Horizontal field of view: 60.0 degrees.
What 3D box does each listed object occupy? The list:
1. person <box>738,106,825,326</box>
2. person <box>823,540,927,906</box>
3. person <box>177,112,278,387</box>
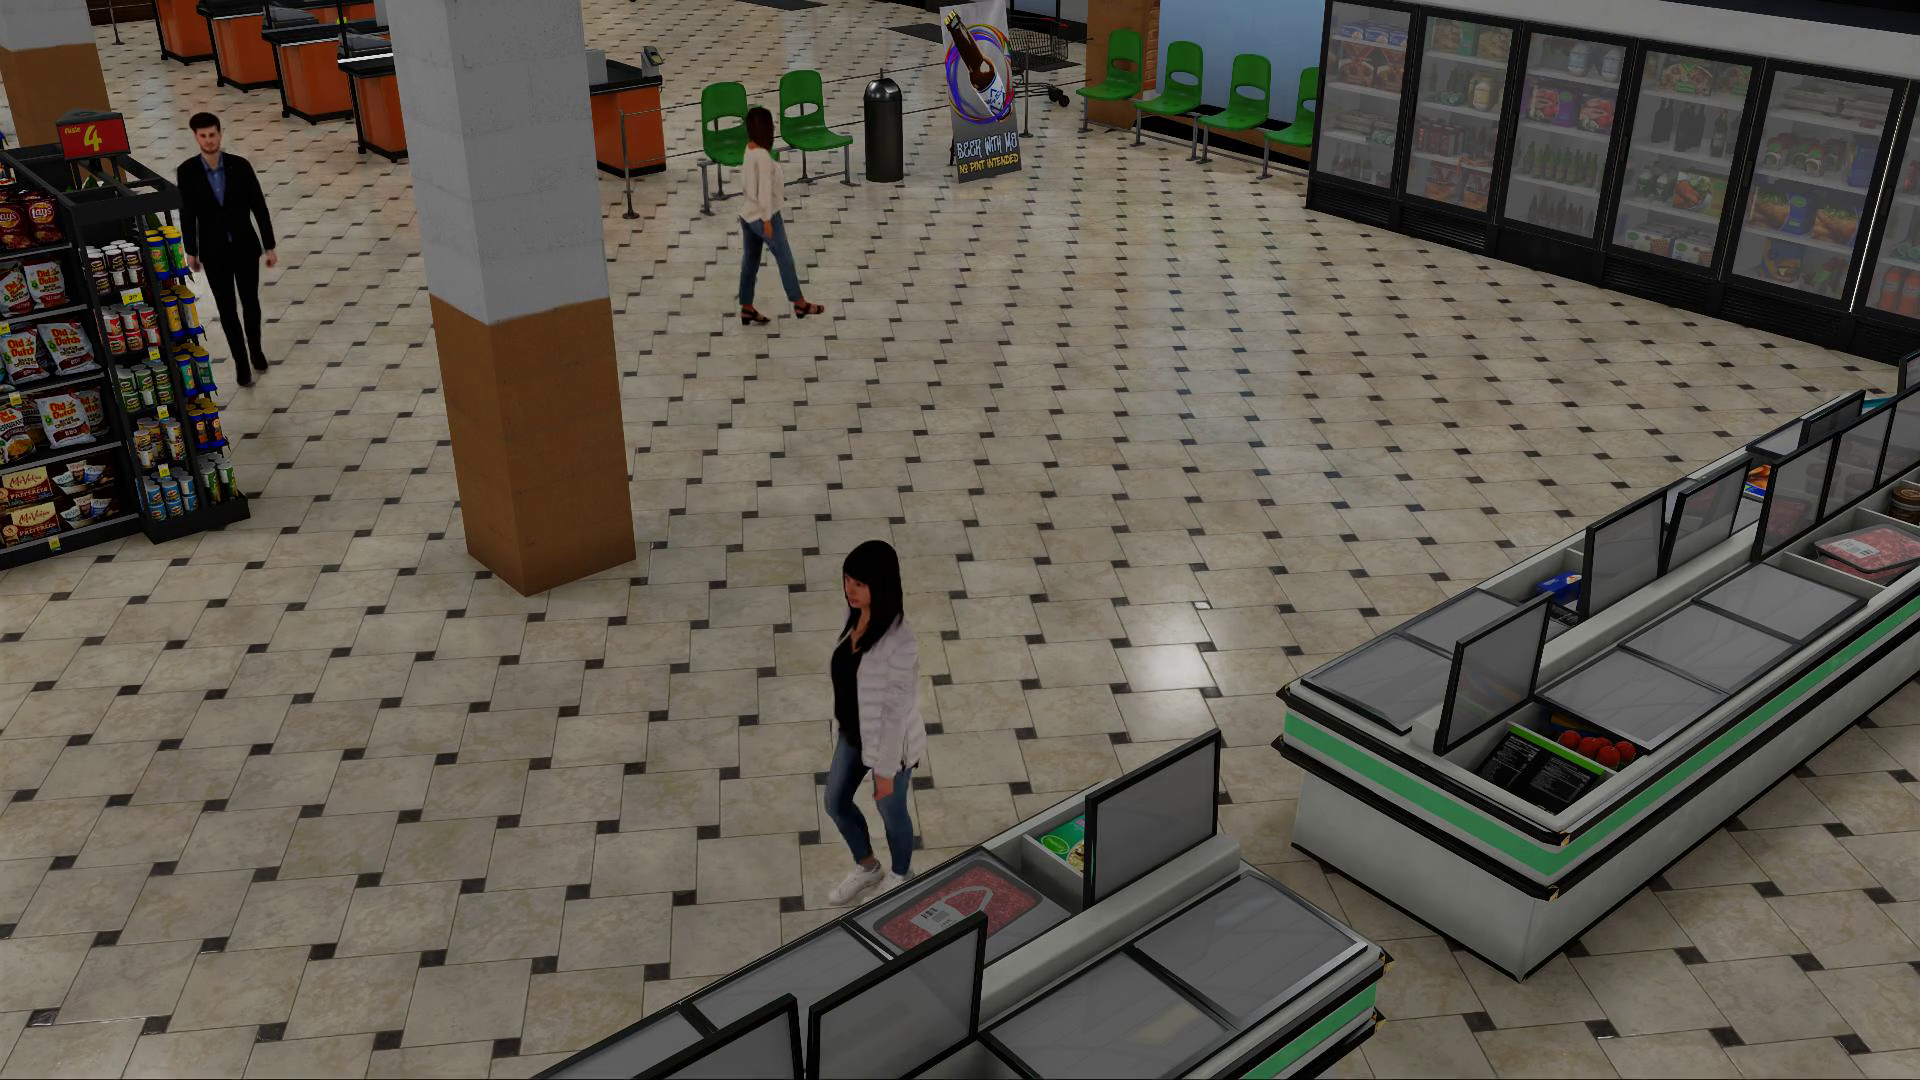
[{"bbox_3d":[-1.579,-2.417,12.579,0.968,1.664,0.792,-11,29,-21],"label":"person"},{"bbox_3d":[-0.257,0.727,6.423,0.579,1.624,0.624,-22,34,-37],"label":"person"},{"bbox_3d":[-5.141,-2.079,11.686,0.903,1.869,0.906,-14,30,-25],"label":"person"}]
